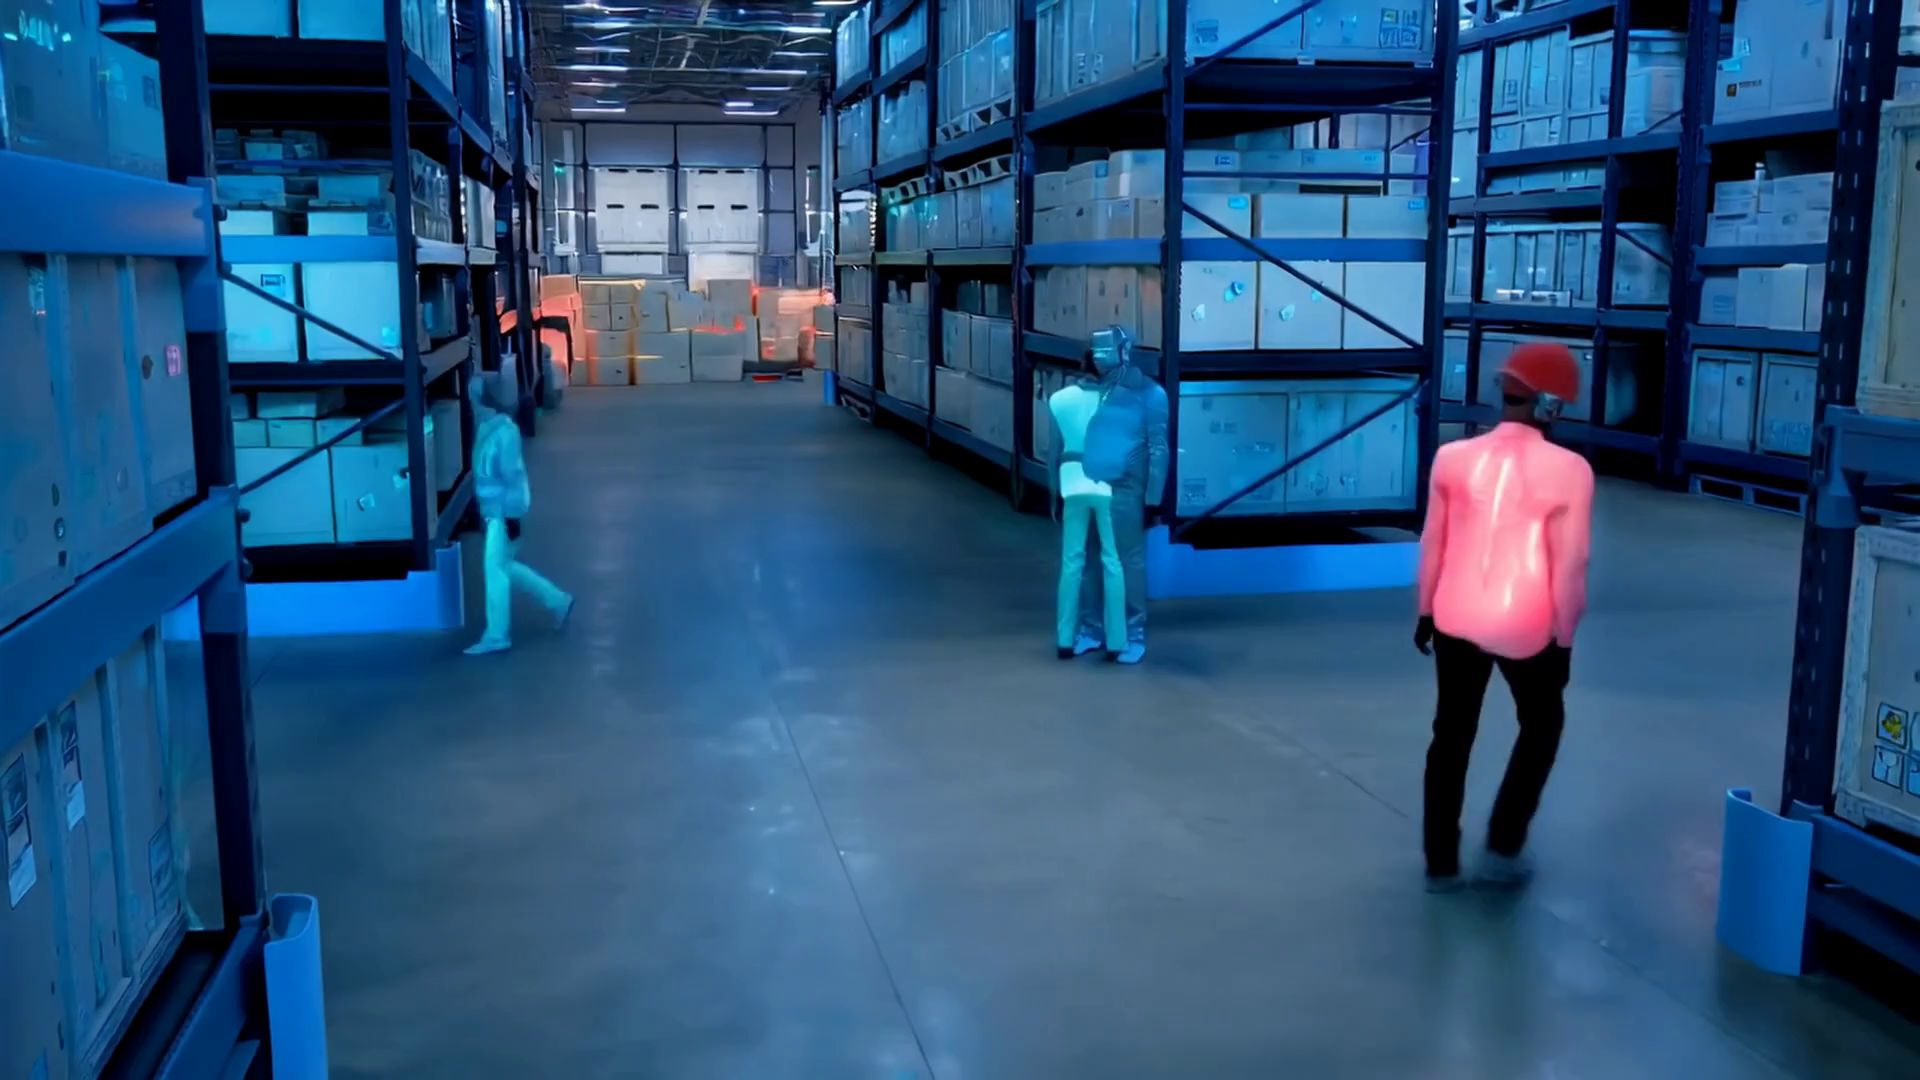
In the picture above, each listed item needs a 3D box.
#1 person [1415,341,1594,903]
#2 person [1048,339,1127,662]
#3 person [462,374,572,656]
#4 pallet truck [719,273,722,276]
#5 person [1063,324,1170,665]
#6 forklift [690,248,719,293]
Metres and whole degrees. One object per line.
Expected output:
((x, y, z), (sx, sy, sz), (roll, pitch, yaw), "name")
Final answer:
((1.855, 0.298, 5.780), (0.681, 1.958, 0.527), (8, 12, 39), "person")
((0.769, -0.224, 9.382), (0.566, 1.837, 0.392), (2, 10, 13), "person")
((-2.606, -0.166, 9.676), (0.661, 1.612, 0.532), (-7, 11, -35), "person")
((-8.580, -8.986, 62.280), (1.885, 1.965, 0.823), (1, 9, 5), "pallet truck")
((0.840, -0.257, 9.350), (0.648, 1.907, 0.401), (7, 12, 36), "person")
((-8.213, -8.018, 53.693), (1.129, 2.768, 1.873), (-8, 12, -40), "forklift")
